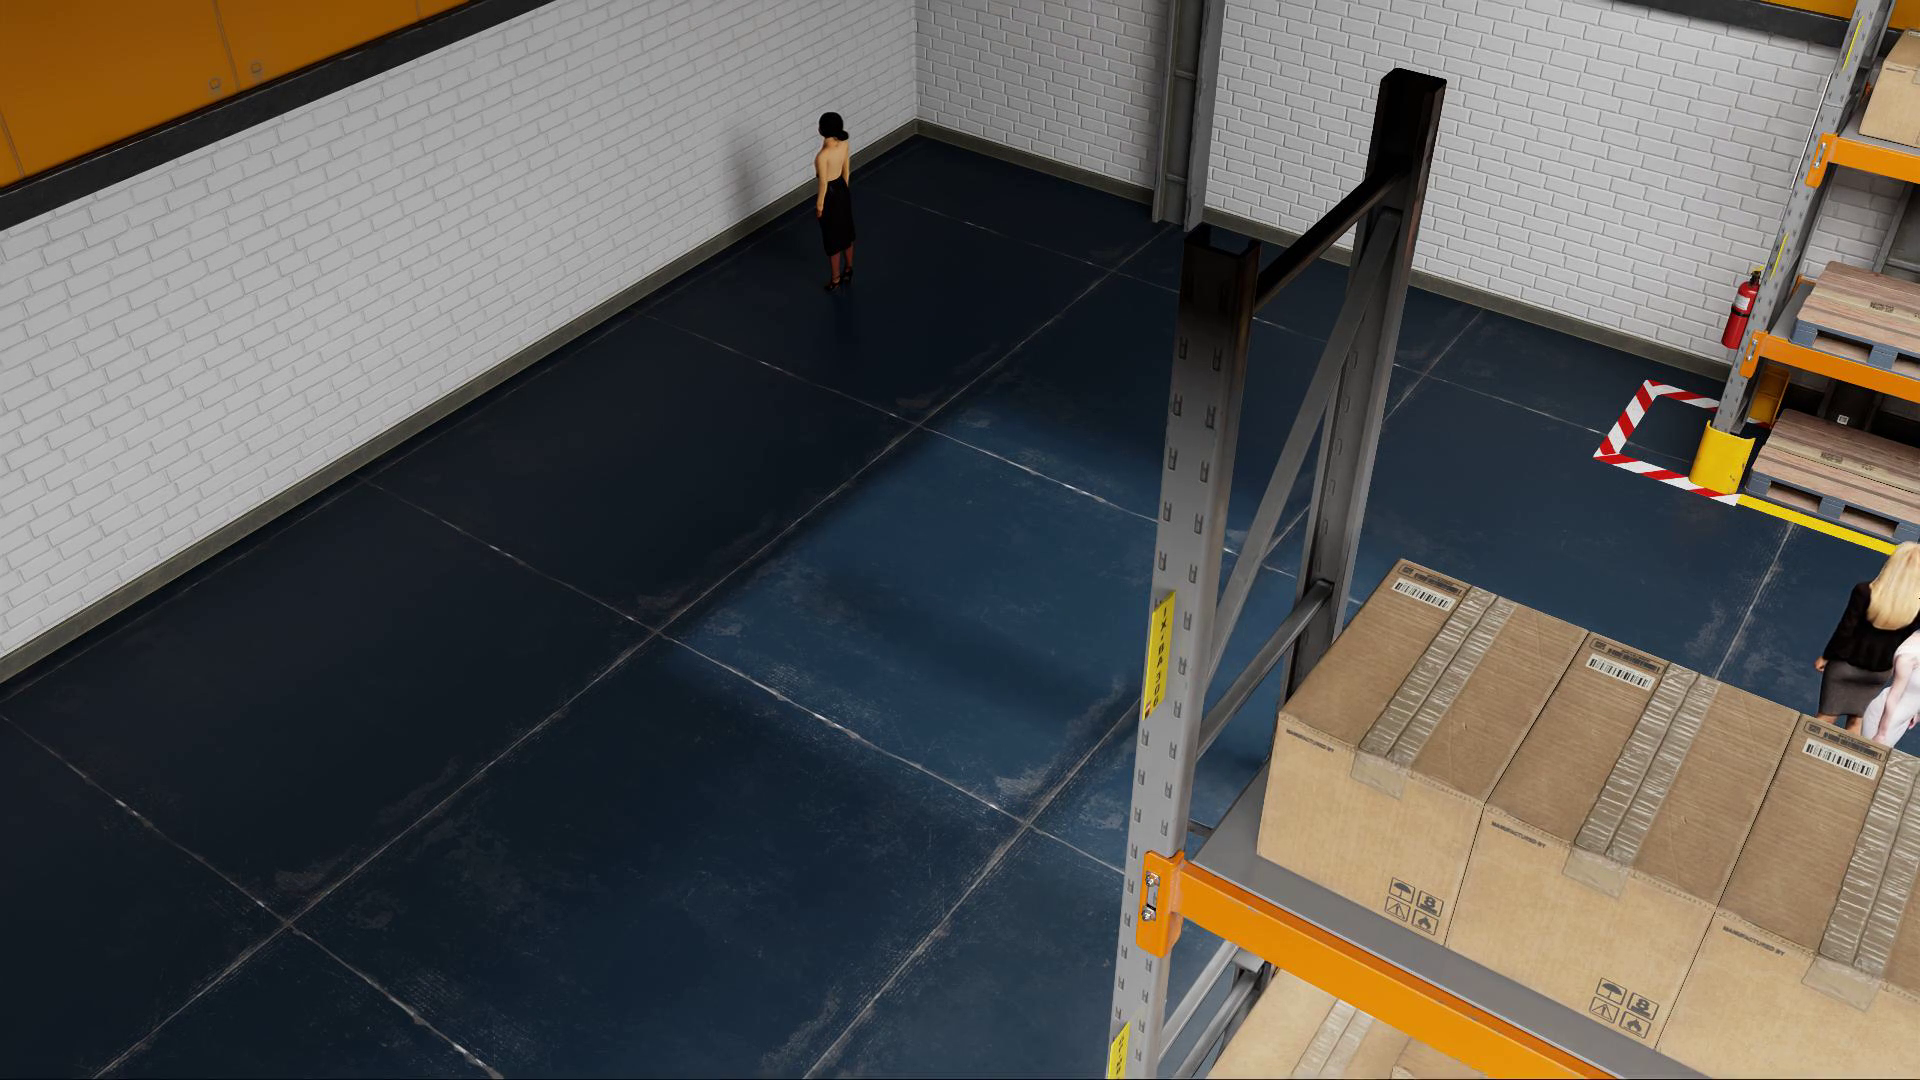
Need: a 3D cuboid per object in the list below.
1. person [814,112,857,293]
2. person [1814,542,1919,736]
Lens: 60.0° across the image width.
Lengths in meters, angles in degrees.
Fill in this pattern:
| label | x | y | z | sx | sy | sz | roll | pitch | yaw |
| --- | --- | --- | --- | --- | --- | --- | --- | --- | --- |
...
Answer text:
| label | x | y | z | sx | sy | sz | roll | pitch | yaw |
| --- | --- | --- | --- | --- | --- | --- | --- | --- | --- |
| person | -1.086 | -2.923 | 14.371 | 0.529 | 1.653 | 0.566 | 22 | 44 | 26 |
| person | 5.204 | 0.752 | 9.615 | 0.641 | 1.844 | 0.748 | 3 | 39 | 4 |
